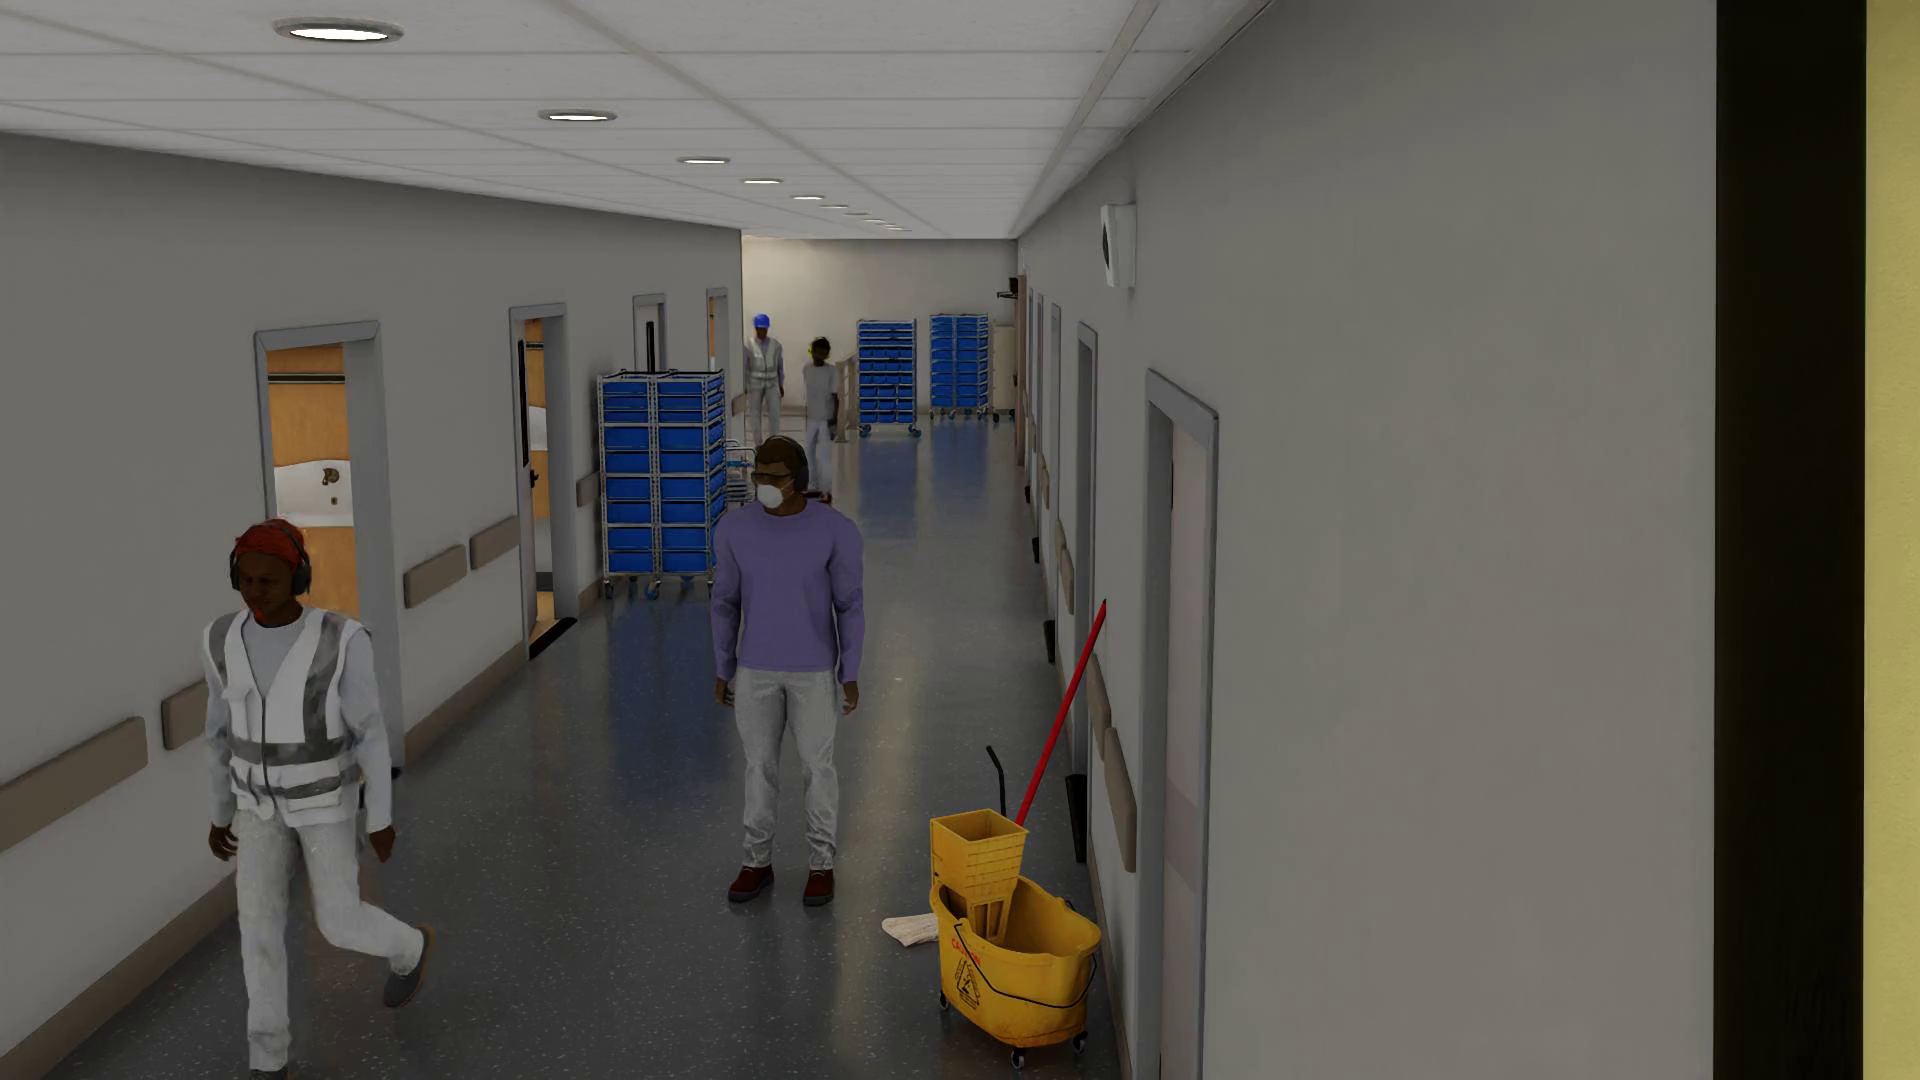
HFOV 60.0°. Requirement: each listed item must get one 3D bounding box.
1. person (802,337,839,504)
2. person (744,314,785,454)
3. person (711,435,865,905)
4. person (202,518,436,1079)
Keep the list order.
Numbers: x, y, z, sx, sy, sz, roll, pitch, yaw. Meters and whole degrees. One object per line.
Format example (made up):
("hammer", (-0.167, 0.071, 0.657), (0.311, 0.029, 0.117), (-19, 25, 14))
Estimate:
("person", (-1.524, -1.292, 18.043), (0.595, 1.830, 0.461), (6, 11, 34))
("person", (-2.640, -2.080, 22.468), (0.651, 1.919, 0.820), (-4, 10, -21))
("person", (-0.706, 0.530, 6.799), (0.634, 1.936, 0.351), (2, 10, 9))
("person", (-2.072, 0.820, 5.334), (0.620, 1.856, 0.786), (2, 10, 10))
